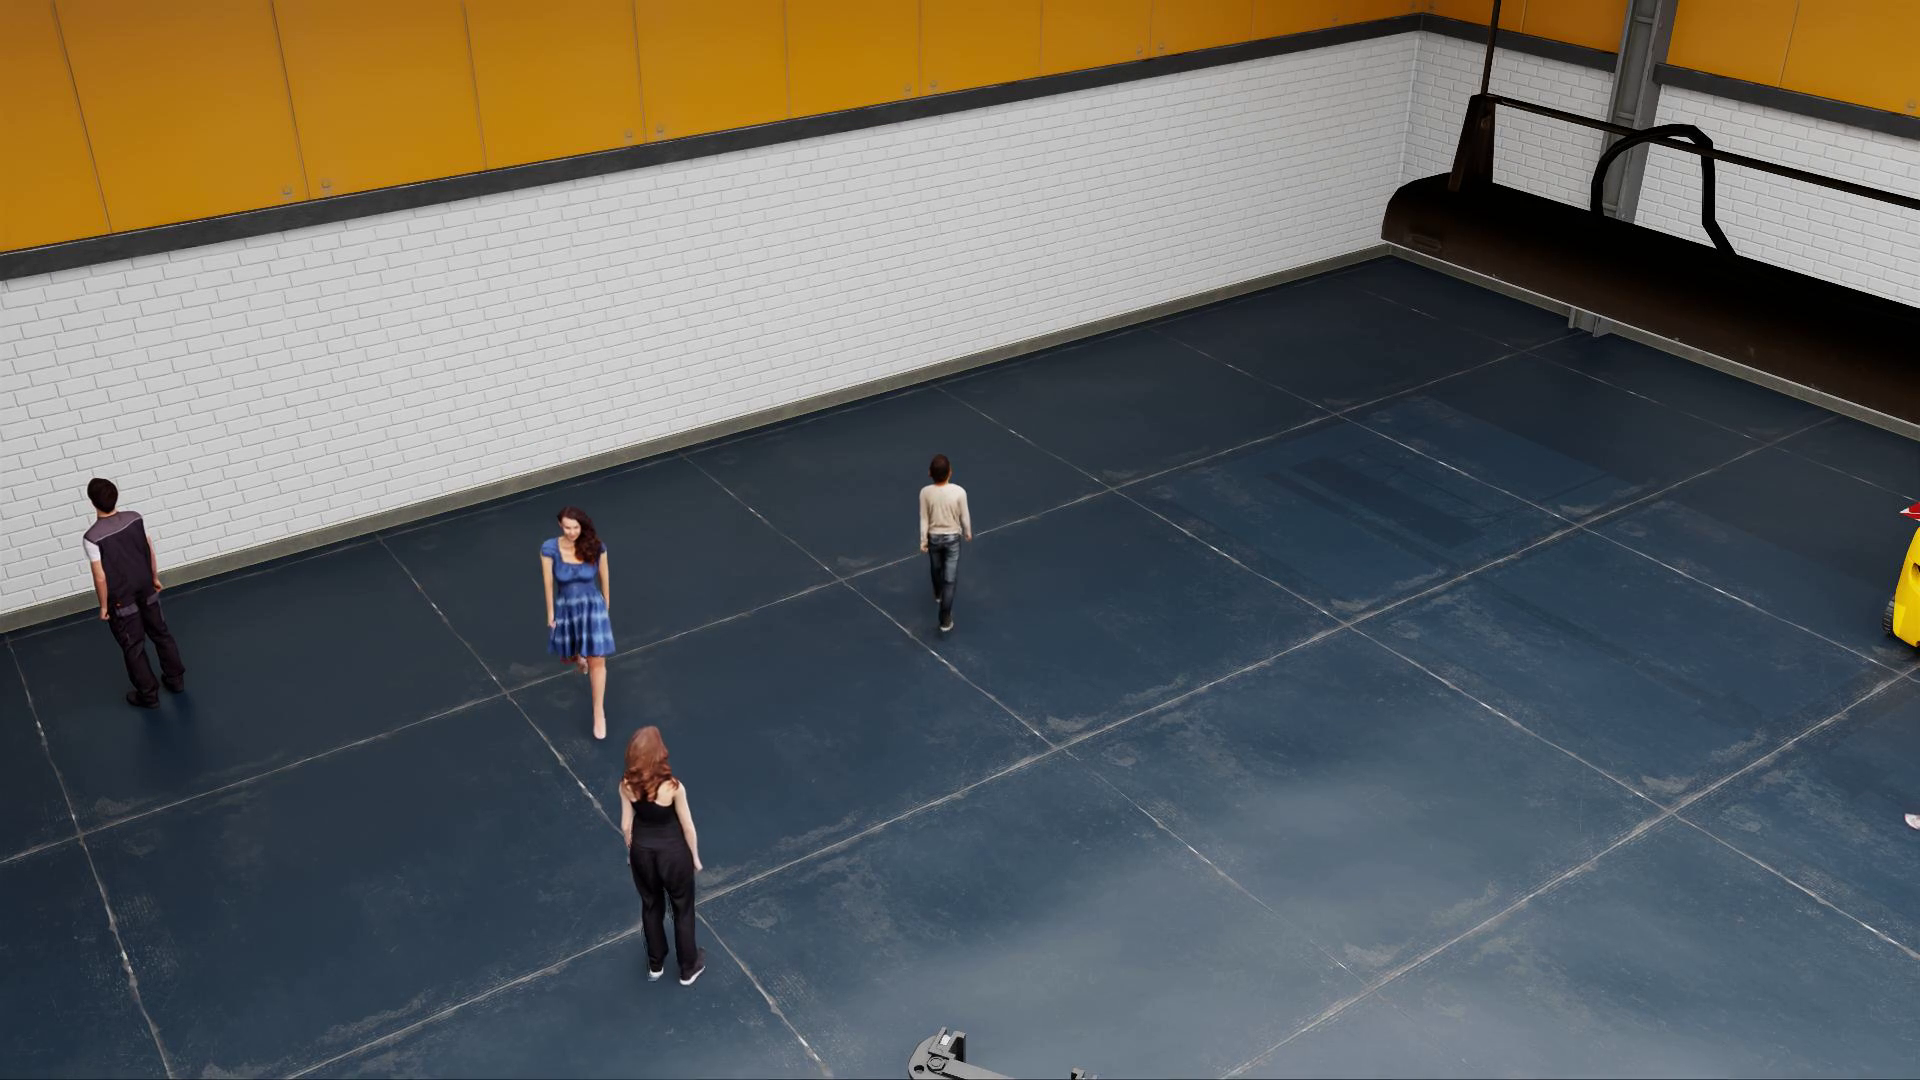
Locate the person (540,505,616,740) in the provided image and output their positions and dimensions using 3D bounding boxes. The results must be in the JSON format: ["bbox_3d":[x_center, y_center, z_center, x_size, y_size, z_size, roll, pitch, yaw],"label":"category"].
[{"bbox_3d":[-2.747,0.539,11.996,0.942,1.786,1.126,-5,29,-9],"label":"person"}]

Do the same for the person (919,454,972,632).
[{"bbox_3d":[-0.129,0.043,13.272,0.970,1.436,1.026,5,29,9],"label":"person"}]

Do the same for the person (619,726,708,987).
[{"bbox_3d":[-1.747,1.838,9.656,0.710,1.748,0.760,2,29,4],"label":"person"}]

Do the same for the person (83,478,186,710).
[{"bbox_3d":[-6.097,0.380,12.224,0.712,1.848,0.732,16,33,27],"label":"person"}]
